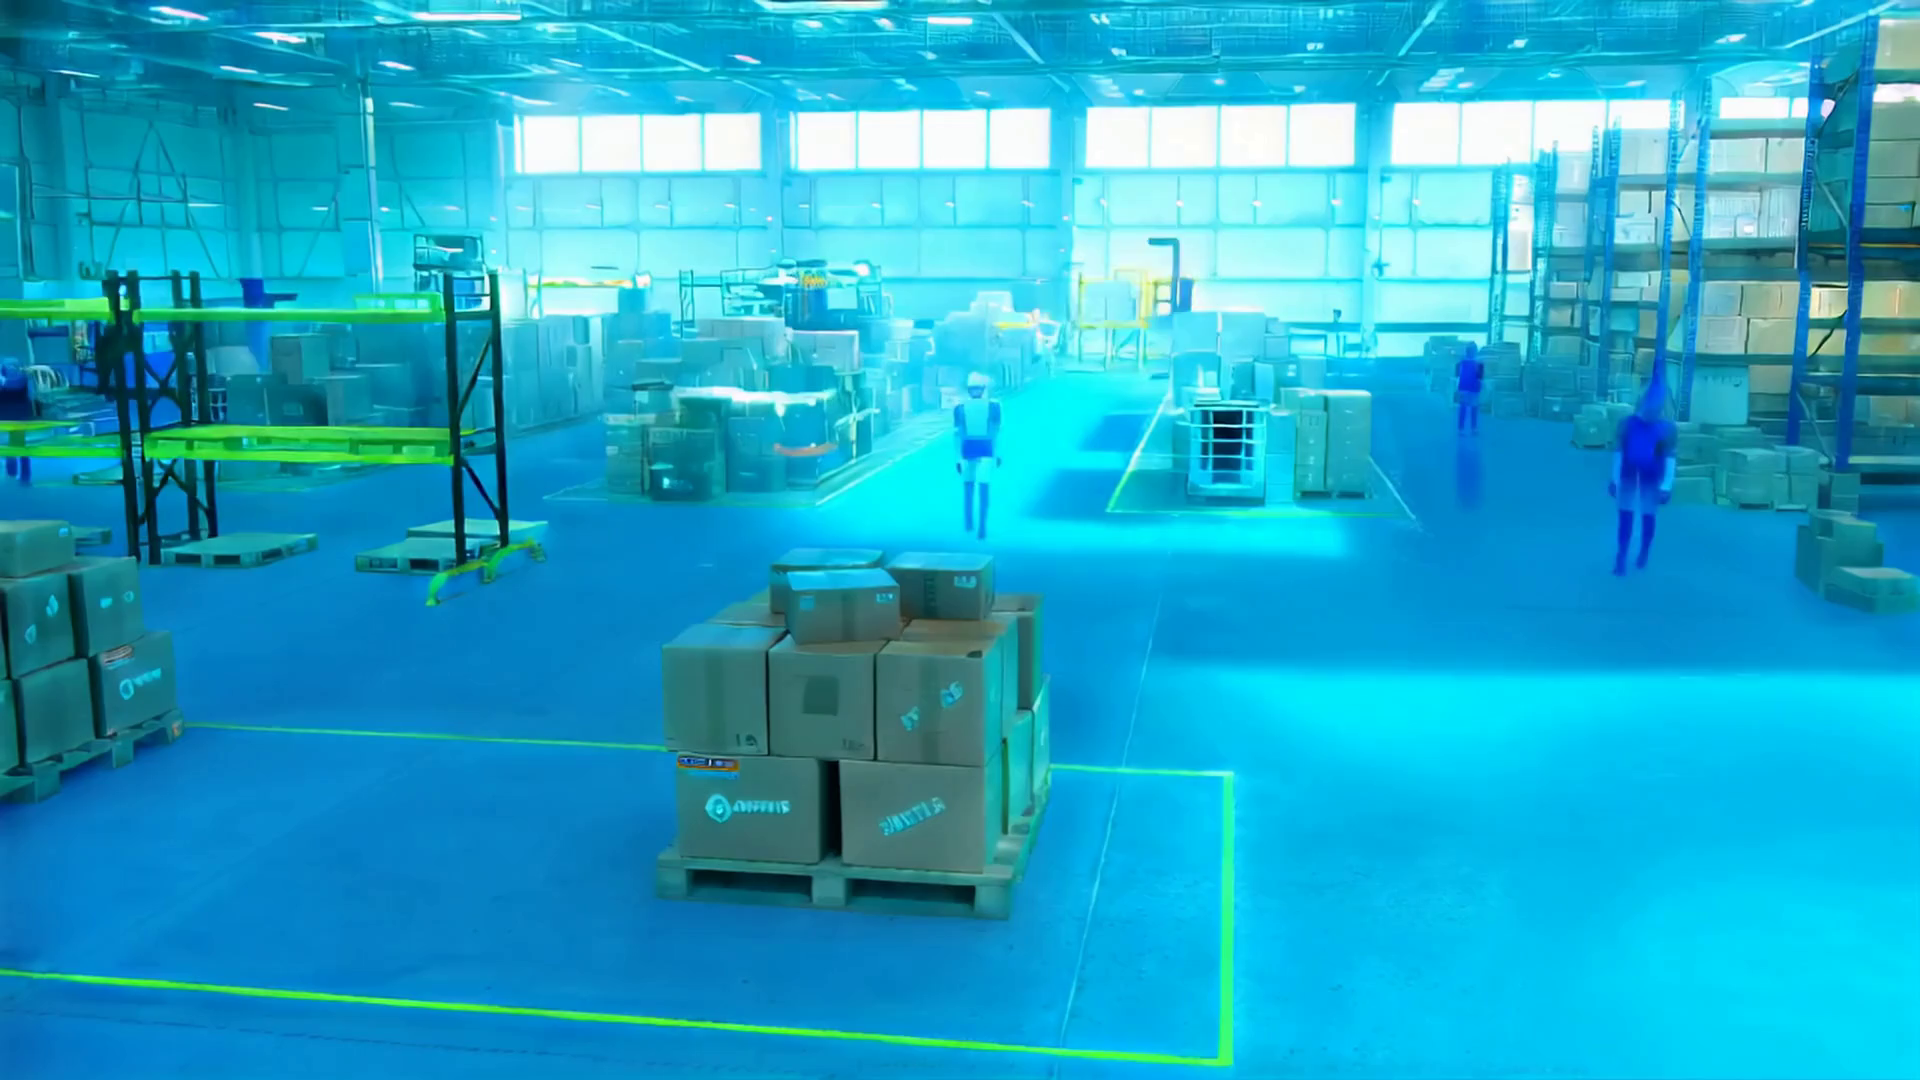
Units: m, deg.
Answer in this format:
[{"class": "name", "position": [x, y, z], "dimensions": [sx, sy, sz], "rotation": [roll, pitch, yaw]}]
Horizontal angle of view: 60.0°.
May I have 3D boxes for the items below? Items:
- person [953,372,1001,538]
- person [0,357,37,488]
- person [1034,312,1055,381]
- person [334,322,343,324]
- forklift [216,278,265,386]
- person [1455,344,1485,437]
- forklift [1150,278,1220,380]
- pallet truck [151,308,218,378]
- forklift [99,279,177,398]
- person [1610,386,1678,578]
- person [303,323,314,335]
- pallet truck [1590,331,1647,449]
[{"class": "person", "position": [0.198, -0.975, 19.018], "dimensions": [0.549, 1.891, 1.011], "rotation": [0, 9, 2]}, {"class": "person", "position": [-13.149, -1.627, 23.159], "dimensions": [0.537, 1.835, 0.400], "rotation": [-5, 11, -30]}, {"class": "person", "position": [2.347, -5.283, 45.540], "dimensions": [0.622, 1.889, 0.526], "rotation": [-7, 12, -37]}, {"class": "person", "position": [-15.342, -4.604, 41.214], "dimensions": [0.631, 1.939, 0.372], "rotation": [2, 9, 11]}, {"class": "forklift", "position": [-18.112, -5.339, 42.845], "dimensions": [1.873, 2.768, 1.129], "rotation": [-2, 9, -10]}, {"class": "person", "position": [9.321, -2.735, 30.416], "dimensions": [0.537, 1.697, 0.320], "rotation": [6, 11, 32]}, {"class": "forklift", "position": [6.207, -5.806, 45.723], "dimensions": [1.873, 2.768, 1.129], "rotation": [1, 9, 9]}, {"class": "pallet truck", "position": [-21.869, -5.598, 47.154], "dimensions": [0.823, 1.965, 1.885], "rotation": [4, 10, 26]}, {"class": "forklift", "position": [-19.603, -4.721, 39.030], "dimensions": [1.873, 2.768, 1.129], "rotation": [1, 9, 9]}, {"class": "person", "position": [6.737, -0.572, 16.438], "dimensions": [0.624, 1.897, 1.054], "rotation": [5, 11, 30]}, {"class": "person", "position": [-17.321, -4.975, 44.414], "dimensions": [0.511, 1.641, 0.307], "rotation": [4, 10, 25]}, {"class": "pallet truck", "position": [11.253, -2.573, 28.499], "dimensions": [0.823, 1.965, 1.885], "rotation": [5, 10, 27]}]
